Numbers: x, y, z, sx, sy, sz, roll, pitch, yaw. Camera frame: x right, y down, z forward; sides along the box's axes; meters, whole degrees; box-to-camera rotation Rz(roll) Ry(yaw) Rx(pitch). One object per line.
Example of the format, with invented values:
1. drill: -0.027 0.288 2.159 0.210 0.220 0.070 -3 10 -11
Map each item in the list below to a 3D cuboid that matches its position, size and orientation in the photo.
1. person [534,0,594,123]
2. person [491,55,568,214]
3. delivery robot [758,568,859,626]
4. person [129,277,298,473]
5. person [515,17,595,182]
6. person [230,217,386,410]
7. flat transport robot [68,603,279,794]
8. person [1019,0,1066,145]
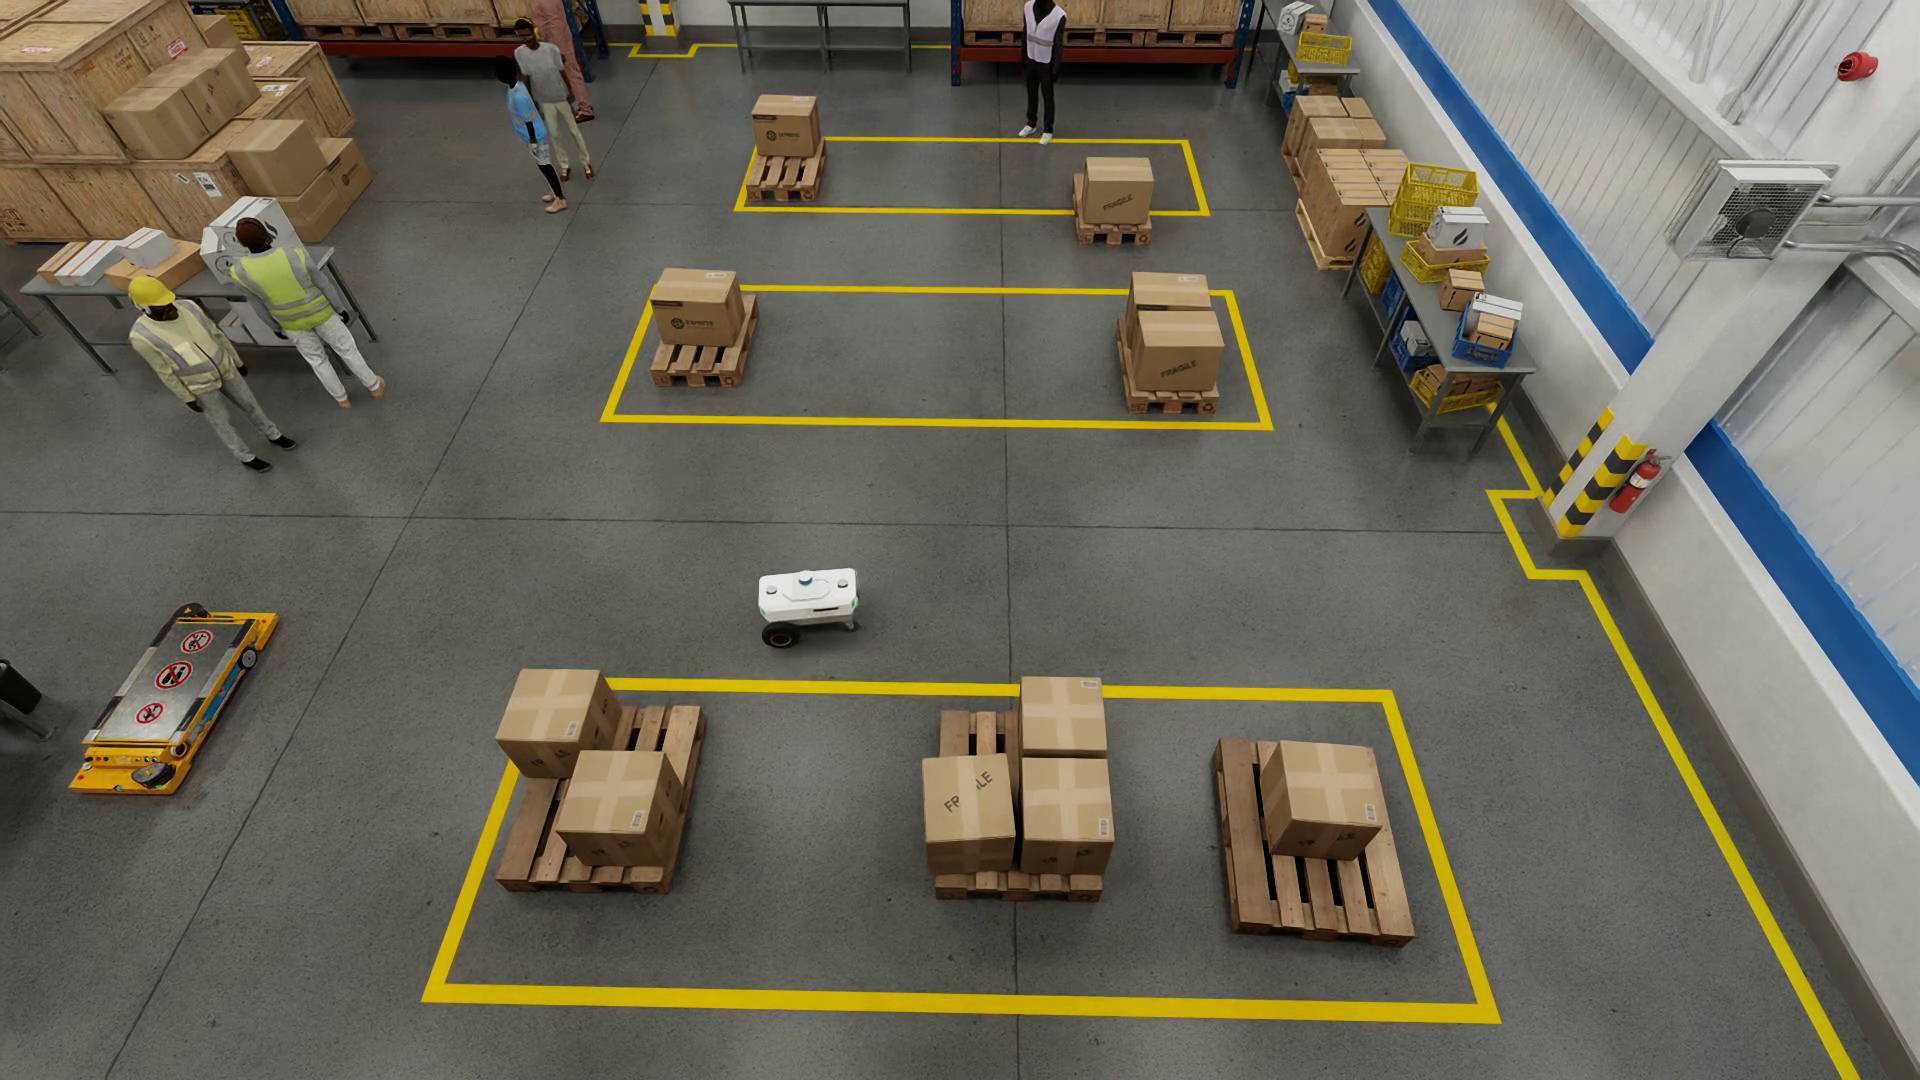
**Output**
1. person: -5.111 -6.329 11.641 0.401 1.907 0.646 -12 51 -10
2. person: -4.794 -4.538 10.268 0.321 1.686 0.539 -22 53 -18
3. delivery robot: -1.111 0.409 6.756 0.707 0.478 0.477 -5 50 -5
4. person: -6.124 -1.345 7.480 0.403 1.825 0.597 16 52 13
5. person: -4.708 -5.084 10.626 0.512 1.859 0.369 -8 50 -7
6. person: -5.683 -1.946 7.974 0.621 1.845 0.429 -24 54 -19
7. flat transport robot: -5.504 1.072 6.442 0.652 0.197 1.431 1 50 1
8. person: 1.000 -5.899 11.275 0.588 1.910 0.376 32 57 24
